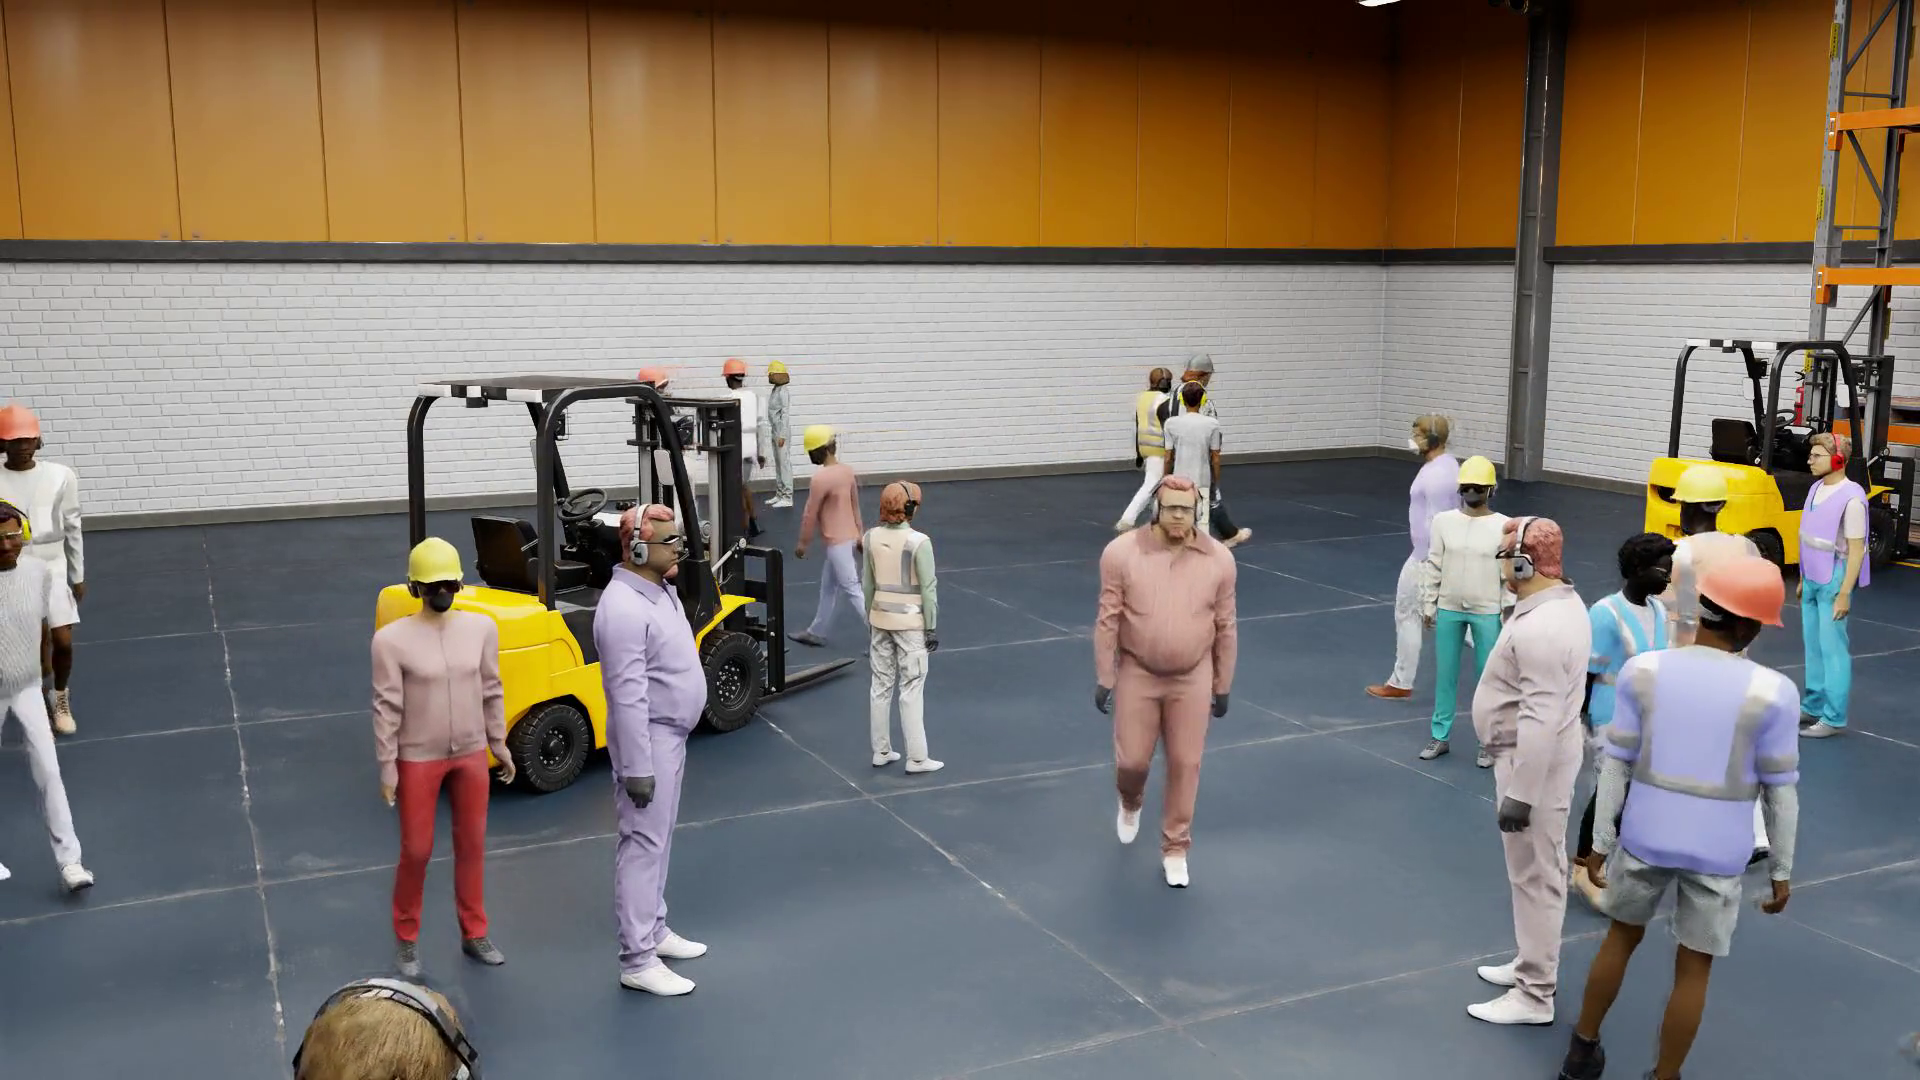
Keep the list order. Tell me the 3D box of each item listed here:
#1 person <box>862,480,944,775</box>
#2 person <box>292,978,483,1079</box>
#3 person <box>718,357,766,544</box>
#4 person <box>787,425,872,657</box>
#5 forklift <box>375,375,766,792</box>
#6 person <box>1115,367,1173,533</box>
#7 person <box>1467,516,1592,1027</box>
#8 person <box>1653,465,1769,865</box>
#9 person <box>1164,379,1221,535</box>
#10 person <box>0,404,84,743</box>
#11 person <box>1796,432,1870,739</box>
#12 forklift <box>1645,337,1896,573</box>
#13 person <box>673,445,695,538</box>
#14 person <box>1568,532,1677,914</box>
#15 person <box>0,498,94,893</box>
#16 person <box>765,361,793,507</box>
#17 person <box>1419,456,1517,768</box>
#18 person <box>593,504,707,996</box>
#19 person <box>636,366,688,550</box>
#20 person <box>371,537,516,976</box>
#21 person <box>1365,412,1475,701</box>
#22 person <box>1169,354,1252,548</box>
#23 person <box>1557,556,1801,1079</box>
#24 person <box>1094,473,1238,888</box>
[{"bbox_3d":[-0.331,0.488,9.294,0.512,1.642,0.311,7,12,39],"label":"person"},{"bbox_3d":[-0.728,1.491,2.222,0.638,1.923,0.467,1,9,7],"label":"person"},{"bbox_3d":[-2.283,-0.909,17.096,0.438,1.919,0.555,6,11,35],"label":"person"},{"bbox_3d":[-0.880,0.013,12.090,0.897,1.693,0.536,3,10,20],"label":"person"},{"bbox_3d":[-2.268,0.149,9.685,1.214,2.155,2.313,6,11,32],"label":"forklift"},{"bbox_3d":[2.042,-0.922,17.553,0.911,1.813,0.638,-3,10,-18],"label":"person"},{"bbox_3d":[2.110,0.856,6.211,0.399,1.902,0.642,4,10,26],"label":"person"},{"bbox_3d":[3.567,0.581,7.972,0.596,1.889,0.980,-2,9,-12],"label":"person"},{"bbox_3d":[2.015,-0.461,14.458,0.513,1.876,0.328,2,9,10],"label":"person"},{"bbox_3d":[-5.469,0.215,9.774,0.623,2.026,0.443,-7,11,-36],"label":"person"},{"bbox_3d":[5.232,0.272,10.003,0.372,1.843,0.570,1,9,3],"label":"person"},{"bbox_3d":[7.551,-0.789,15.507,2.313,2.155,1.214,-4,10,-25],"label":"forklift"},{"bbox_3d":[-2.246,-0.126,13.206,0.635,1.607,0.501,5,10,27],"label":"person"},{"bbox_3d":[2.907,0.793,7.251,0.556,1.677,0.493,-7,11,-36],"label":"person"},{"bbox_3d":[-4.248,0.701,7.453,0.996,1.813,0.556,6,11,32],"label":"person"},{"bbox_3d":[-2.170,-1.266,19.859,0.294,1.744,0.484,-3,10,-19],"label":"person"},{"bbox_3d":[2.889,0.402,9.432,0.525,1.772,0.305,6,11,31],"label":"person"},{"bbox_3d":[-1.193,0.802,6.521,0.408,1.906,0.653,0,9,-1],"label":"person"},{"bbox_3d":[-2.791,-0.553,14.749,0.908,1.957,0.664,1,9,9],"label":"person"},{"bbox_3d":[-2.055,0.858,6.631,0.536,1.769,0.329,-8,12,-40],"label":"person"},{"bbox_3d":[3.128,0.123,10.744,0.844,1.913,0.637,4,10,22],"label":"person"},{"bbox_3d":[2.408,-0.925,16.823,1.026,2.000,0.705,-3,10,-20],"label":"person"},{"bbox_3d":[2.369,0.986,5.405,0.631,1.899,0.443,6,11,35],"label":"person"},{"bbox_3d":[0.950,0.619,7.701,0.670,1.890,0.578,0,9,-1],"label":"person"}]
